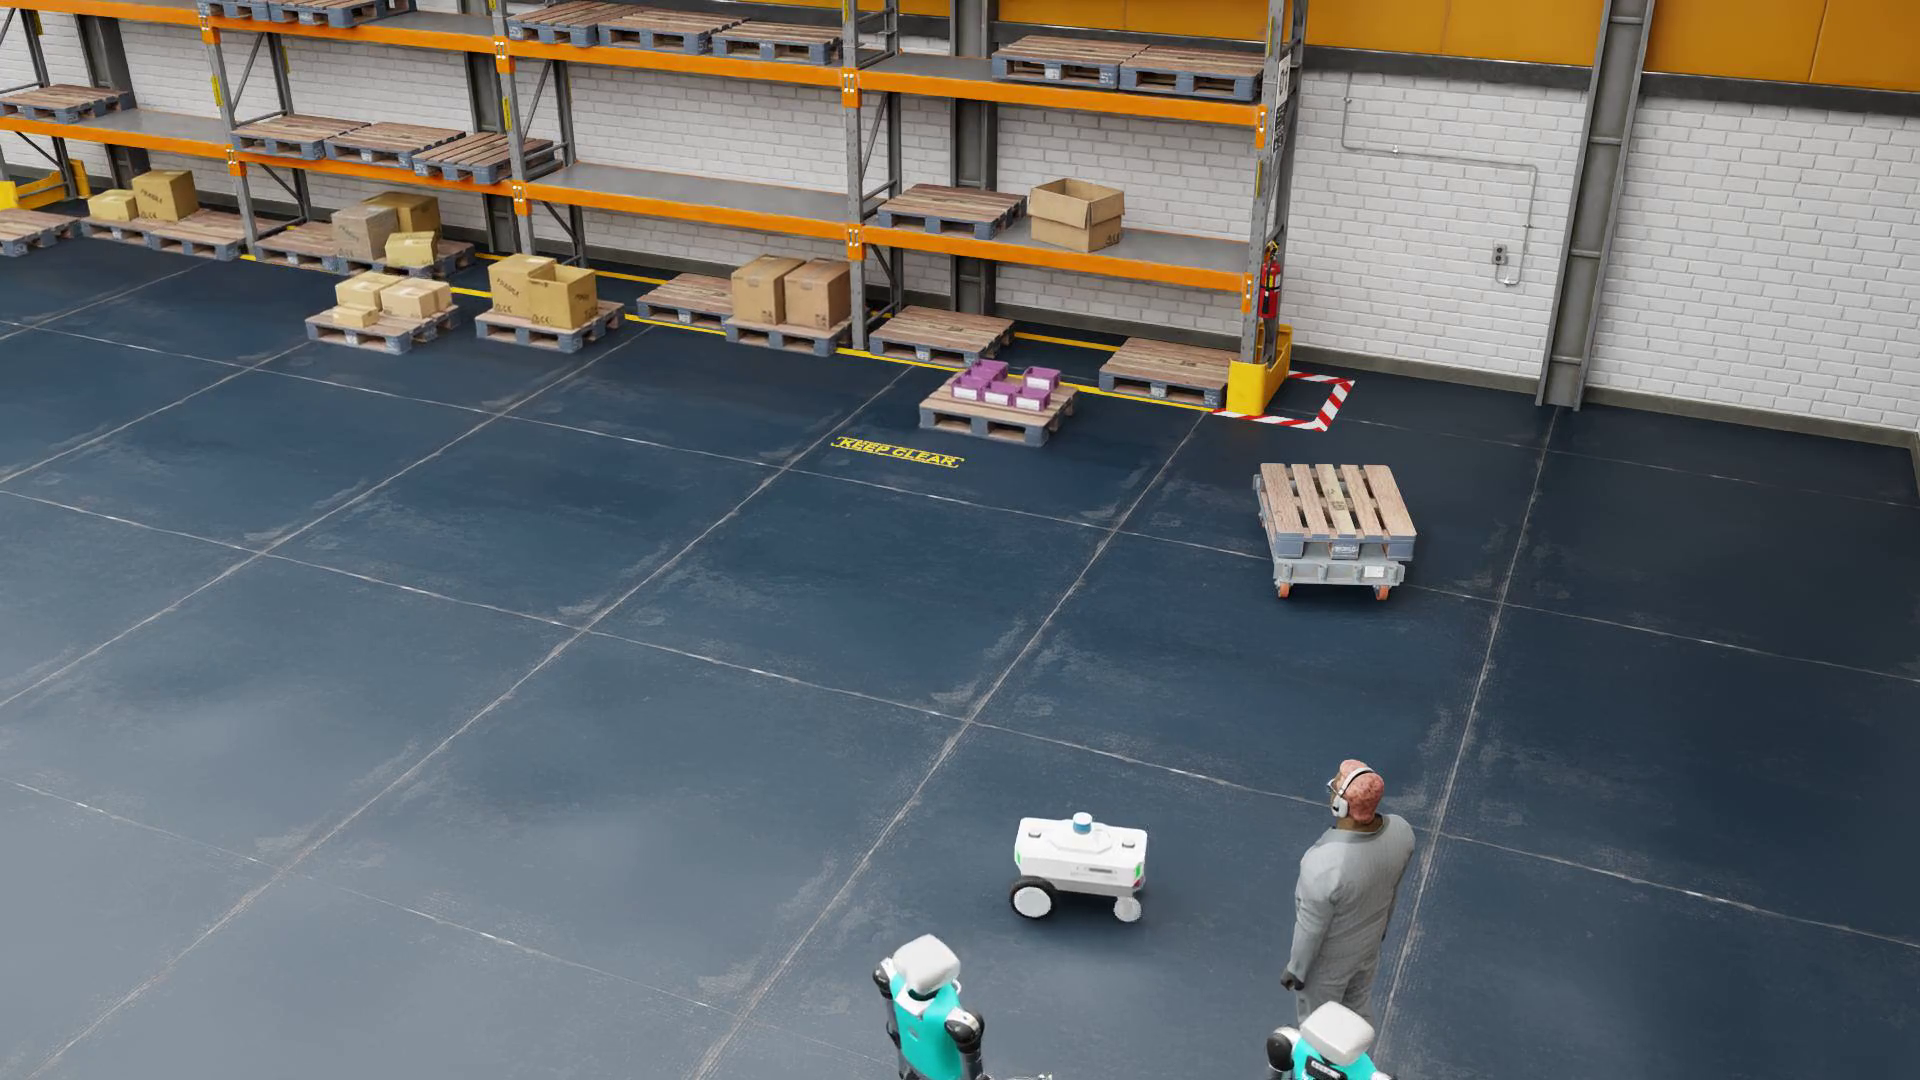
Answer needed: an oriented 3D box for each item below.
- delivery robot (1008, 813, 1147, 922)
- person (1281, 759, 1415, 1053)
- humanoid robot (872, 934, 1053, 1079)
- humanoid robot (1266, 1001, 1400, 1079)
[{"bbox_3d":[0.648,1.779,9.182,0.807,0.606,0.499,5,28,9],"label":"delivery robot"},{"bbox_3d":[1.717,1.827,7.605,0.648,1.907,0.413,-19,33,-32],"label":"person"},{"bbox_3d":[0.075,2.243,6.999,0.547,1.715,1.032,23,35,38],"label":"humanoid robot"},{"bbox_3d":[1.229,2.638,6.273,0.535,1.828,0.748,20,34,34],"label":"humanoid robot"}]
